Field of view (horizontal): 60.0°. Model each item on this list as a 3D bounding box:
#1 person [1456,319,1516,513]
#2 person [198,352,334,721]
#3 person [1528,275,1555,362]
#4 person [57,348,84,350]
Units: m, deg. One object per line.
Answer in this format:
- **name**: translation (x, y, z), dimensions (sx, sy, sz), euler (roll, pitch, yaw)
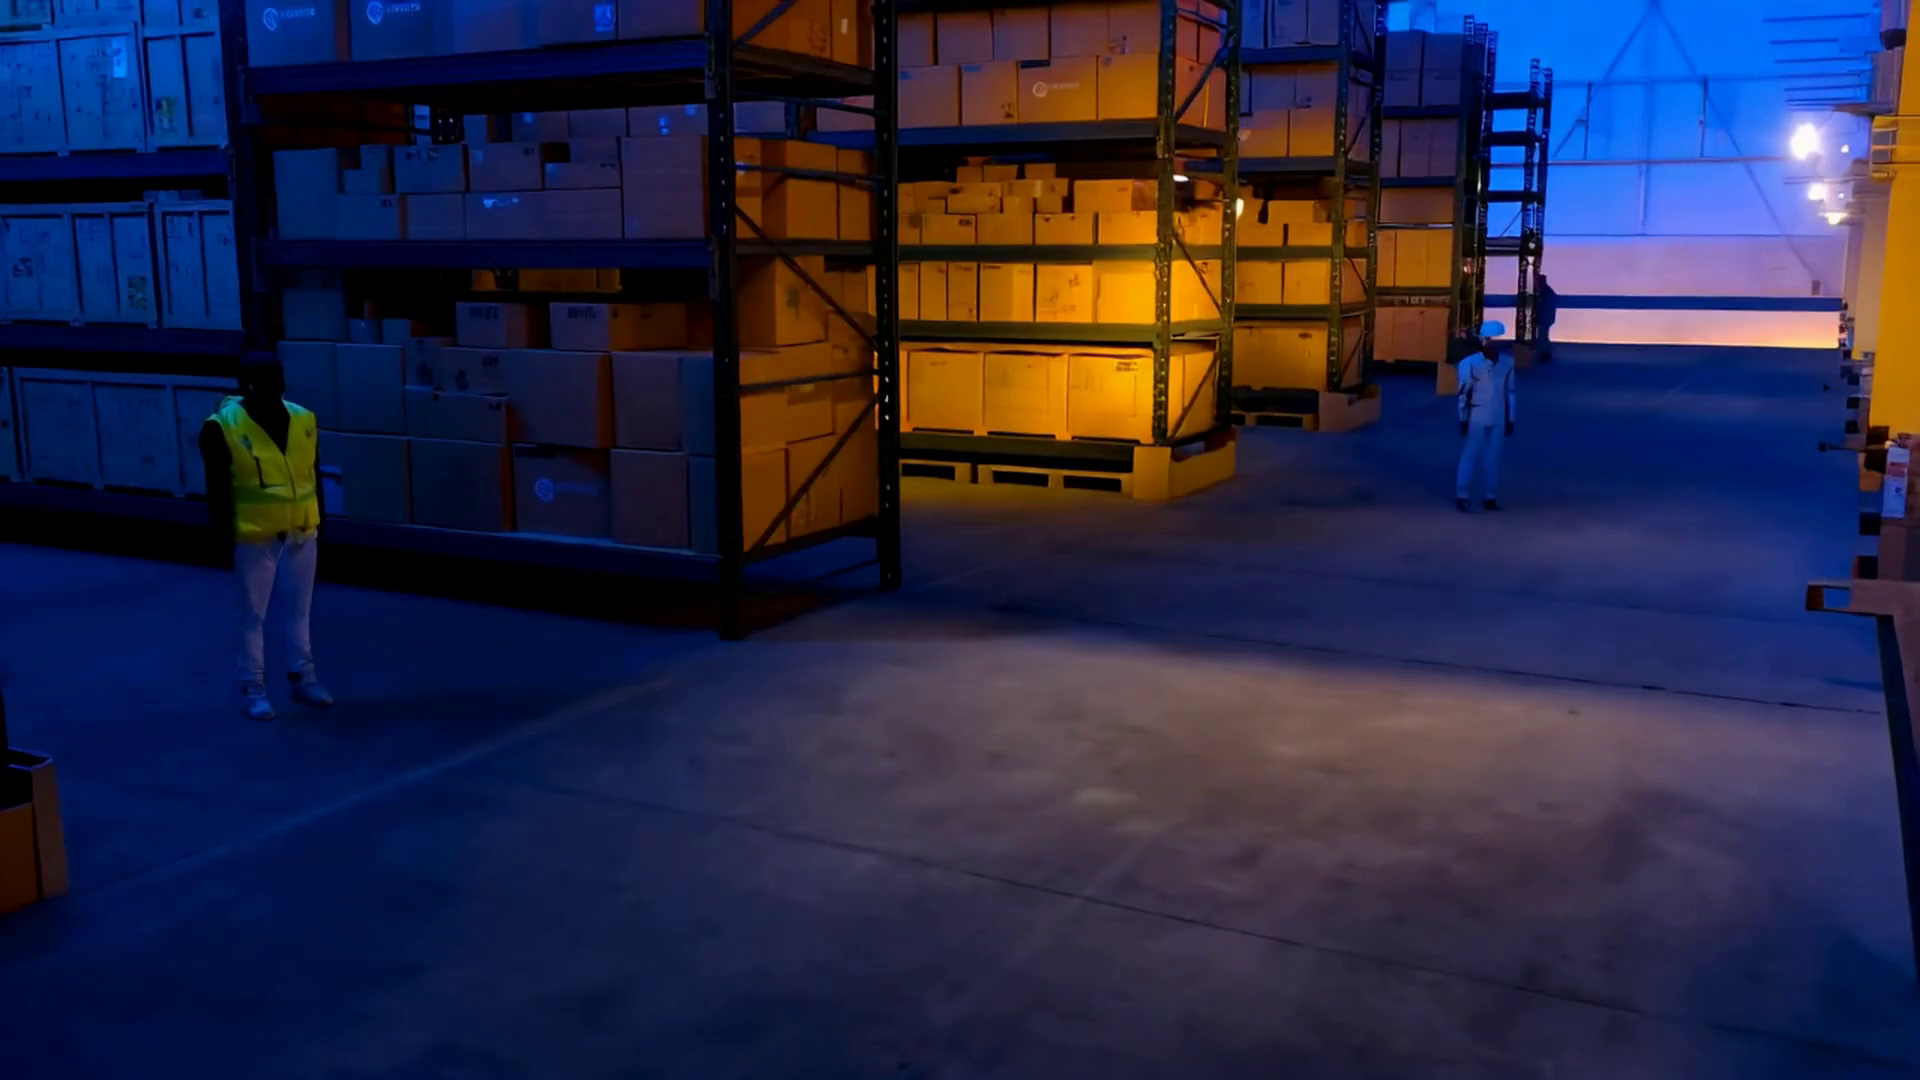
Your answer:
- **person**: translation (4.744, -1.107, 14.953), dimensions (0.566, 1.742, 0.351), euler (-3, 10, -15)
- **person**: translation (-3.471, -0.026, 8.404), dimensions (0.429, 1.843, 0.633), euler (7, 12, 35)
- **person**: translation (12.424, -4.739, 35.641), dimensions (0.689, 1.872, 0.677), euler (9, 13, 43)
- **person**: translation (-10.868, -2.030, 20.132), dimensions (0.878, 1.790, 0.614), euler (6, 11, 30)
